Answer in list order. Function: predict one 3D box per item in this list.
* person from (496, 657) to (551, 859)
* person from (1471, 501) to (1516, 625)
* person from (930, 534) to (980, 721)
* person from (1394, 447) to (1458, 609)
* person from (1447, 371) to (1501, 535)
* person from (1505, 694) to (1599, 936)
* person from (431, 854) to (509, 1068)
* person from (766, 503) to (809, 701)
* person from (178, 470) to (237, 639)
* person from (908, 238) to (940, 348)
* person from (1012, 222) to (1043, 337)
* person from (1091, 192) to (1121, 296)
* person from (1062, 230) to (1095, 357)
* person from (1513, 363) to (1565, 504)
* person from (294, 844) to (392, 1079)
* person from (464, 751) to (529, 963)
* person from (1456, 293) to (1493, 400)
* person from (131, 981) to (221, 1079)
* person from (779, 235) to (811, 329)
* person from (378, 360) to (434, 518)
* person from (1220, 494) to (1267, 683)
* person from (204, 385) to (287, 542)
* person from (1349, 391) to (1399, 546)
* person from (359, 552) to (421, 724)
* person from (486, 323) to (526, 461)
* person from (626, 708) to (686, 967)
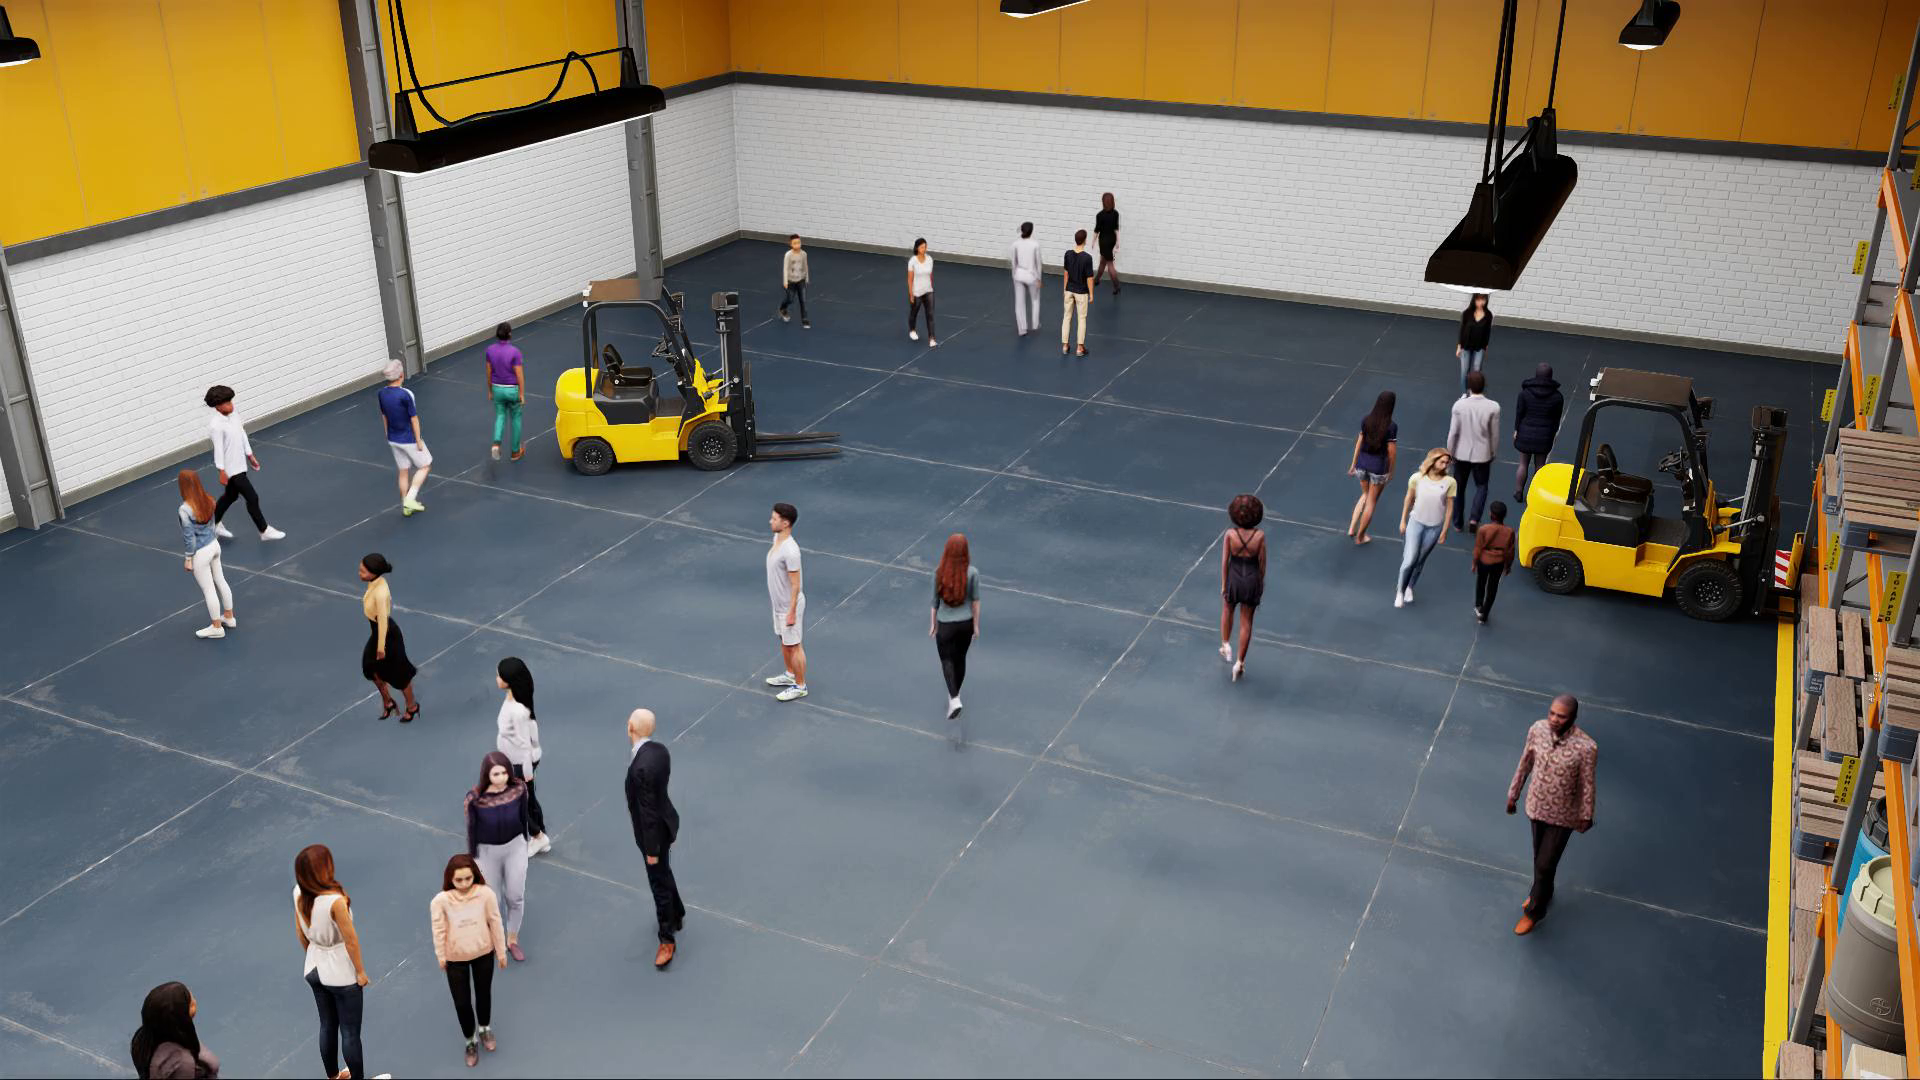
[{"bbox_3d":[-3.223,1.649,12.552,0.800,1.689,0.739,-8,25,-18],"label":"person"},{"bbox_3d":[5.219,0.246,16.325,0.607,1.238,0.668,6,24,13],"label":"person"},{"bbox_3d":[-0.045,0.796,14.456,0.866,1.727,1.029,-2,24,-4],"label":"person"},{"bbox_3d":[4.673,-0.159,16.676,0.748,1.698,0.816,6,24,14],"label":"person"},{"bbox_3d":[5.615,-0.911,18.229,0.738,1.832,0.865,9,25,19],"label":"person"},{"bbox_3d":[4.288,1.885,11.893,1.065,1.783,0.960,-17,29,-34],"label":"person"},{"bbox_3d":[-3.140,2.608,10.627,0.714,1.473,0.777,-10,25,-21],"label":"person"},{"bbox_3d":[-1.545,0.536,14.891,0.810,1.854,0.757,-9,25,-20],"label":"person"},{"bbox_3d":[-7.275,0.119,16.034,0.721,1.702,0.547,4,24,9],"label":"person"},{"bbox_3d":[-0.628,-3.703,24.915,1.078,1.593,1.090,-10,26,-22],"label":"person"},{"bbox_3d":[0.993,-3.963,25.352,0.715,1.719,0.855,7,25,16],"label":"person"},{"bbox_3d":[2.472,-4.843,27.443,1.077,1.657,1.011,-14,27,-29],"label":"person"},{"bbox_3d":[1.711,-3.634,24.435,0.638,1.851,0.538,12,26,25],"label":"person"},{"bbox_3d":[6.634,-1.238,19.174,0.718,1.674,0.701,5,24,12],"label":"person"},{"bbox_3d":[-3.842,2.640,10.166,0.600,1.784,0.521,11,26,24],"label":"person"},{"bbox_3d":[-3.195,2.156,11.516,0.844,1.590,0.892,-11,26,-23],"label":"person"},{"bbox_3d":[6.895,-2.615,22.377,0.599,1.631,0.640,7,24,15],"label":"person"},{"bbox_3d":[-4.231,3.191,8.874,0.805,1.809,1.130,14,27,29],"label":"person"},{"bbox_3d":[-2.589,-4.042,25.887,1.001,1.435,0.991,-14,27,-29],"label":"person"},{"bbox_3d":[-6.287,-1.105,18.683,0.672,1.824,0.694,8,25,18],"label":"person"},{"bbox_3d":[2.575,0.468,15.151,0.662,1.770,0.842,5,24,12],"label":"person"},{"bbox_3d":[-7.982,-0.812,18.077,1.012,1.772,1.161,0,24,1],"label":"person"},{"bbox_3d":[4.417,-0.725,17.911,0.687,1.746,0.710,20,31,39],"label":"person"},{"bbox_3d":[-4.897,0.853,14.429,0.818,1.643,0.759,-11,26,-24],"label":"person"},{"bbox_3d":[-5.555,-1.761,20.278,0.805,1.749,0.956,3,24,6],"label":"person"},{"bbox_3d":[-2.098,2.059,11.522,0.977,1.762,0.756,-6,24,-14],"label":"person"}]
